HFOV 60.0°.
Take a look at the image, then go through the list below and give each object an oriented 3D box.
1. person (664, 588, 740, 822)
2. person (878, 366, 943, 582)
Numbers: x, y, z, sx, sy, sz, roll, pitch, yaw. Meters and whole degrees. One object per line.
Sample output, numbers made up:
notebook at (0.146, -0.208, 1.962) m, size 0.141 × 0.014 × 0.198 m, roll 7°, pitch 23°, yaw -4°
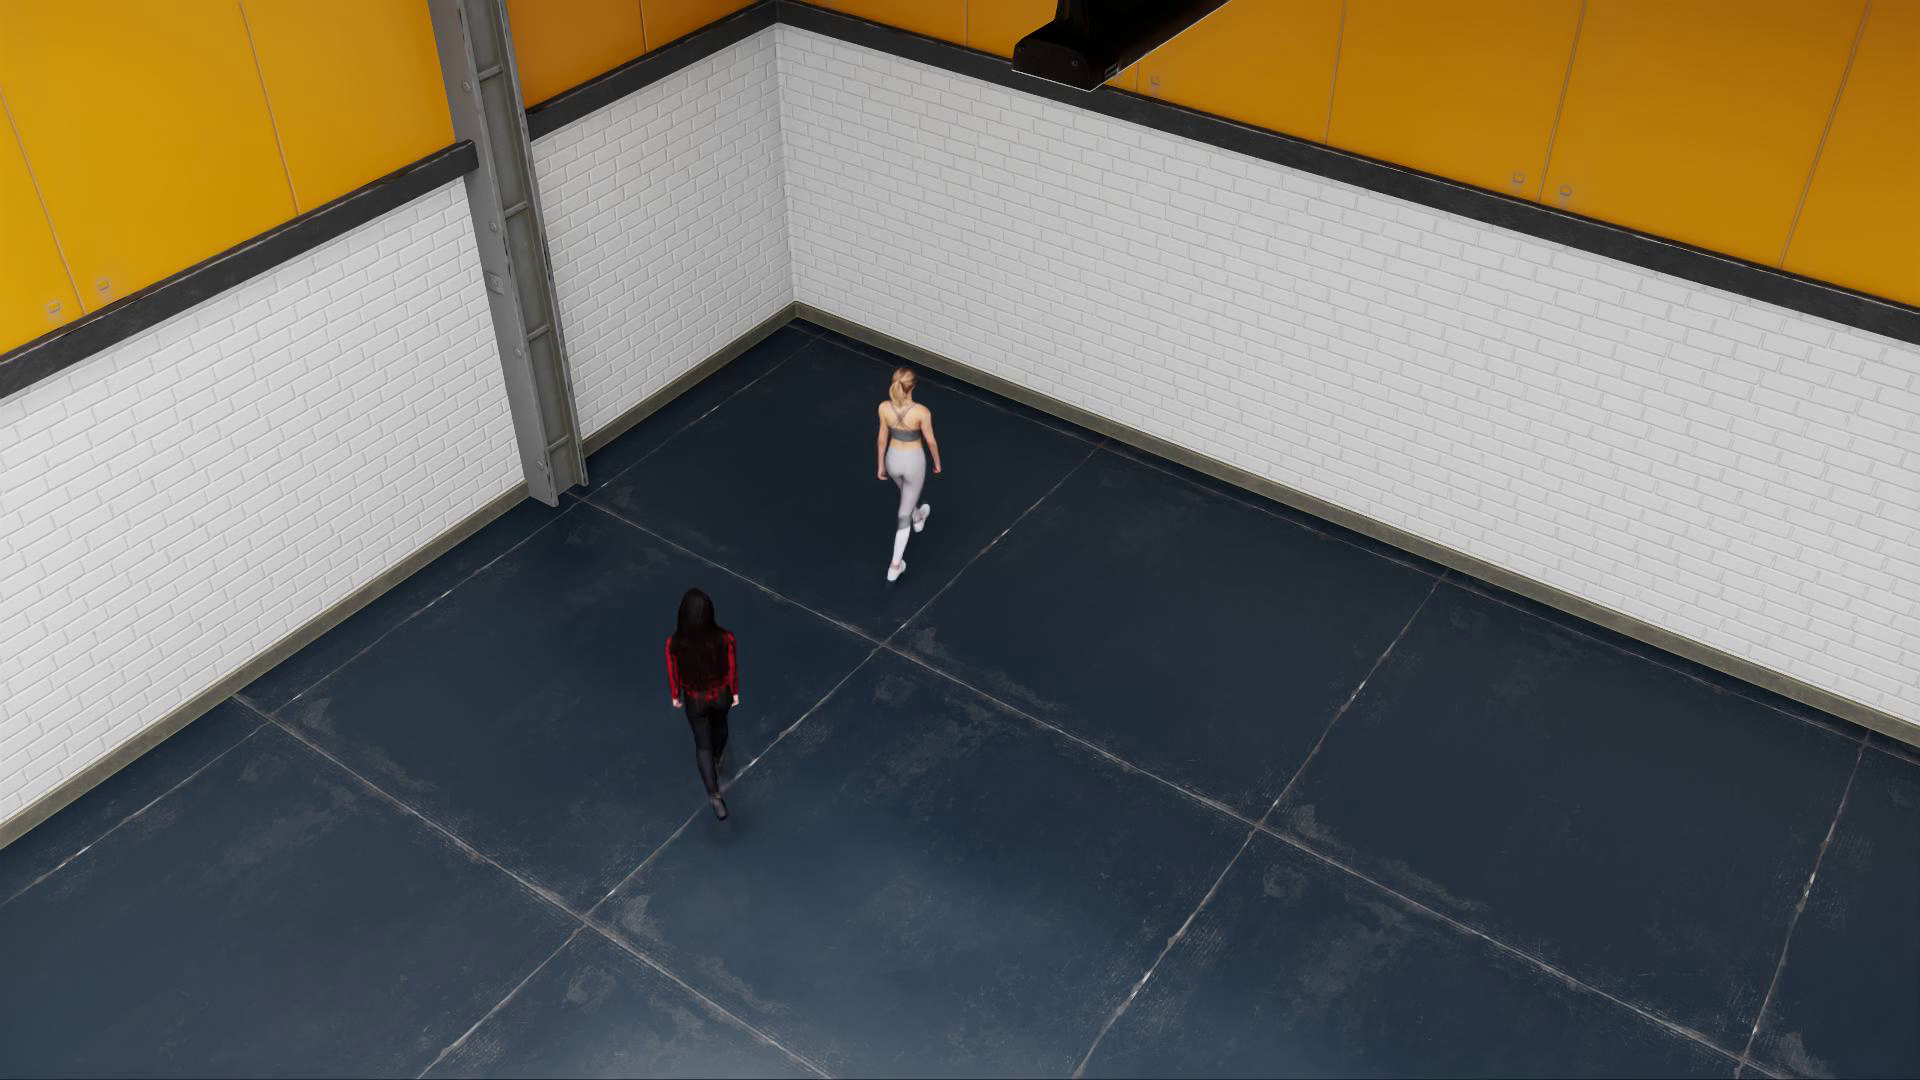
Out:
person at (-1.549, 1.030, 10.281) m, size 1.018 × 1.632 × 1.045 m, roll -9°, pitch 39°, yaw -11°
person at (-0.418, -0.463, 12.133) m, size 0.818 × 1.655 × 1.201 m, roll 12°, pitch 40°, yaw 14°
